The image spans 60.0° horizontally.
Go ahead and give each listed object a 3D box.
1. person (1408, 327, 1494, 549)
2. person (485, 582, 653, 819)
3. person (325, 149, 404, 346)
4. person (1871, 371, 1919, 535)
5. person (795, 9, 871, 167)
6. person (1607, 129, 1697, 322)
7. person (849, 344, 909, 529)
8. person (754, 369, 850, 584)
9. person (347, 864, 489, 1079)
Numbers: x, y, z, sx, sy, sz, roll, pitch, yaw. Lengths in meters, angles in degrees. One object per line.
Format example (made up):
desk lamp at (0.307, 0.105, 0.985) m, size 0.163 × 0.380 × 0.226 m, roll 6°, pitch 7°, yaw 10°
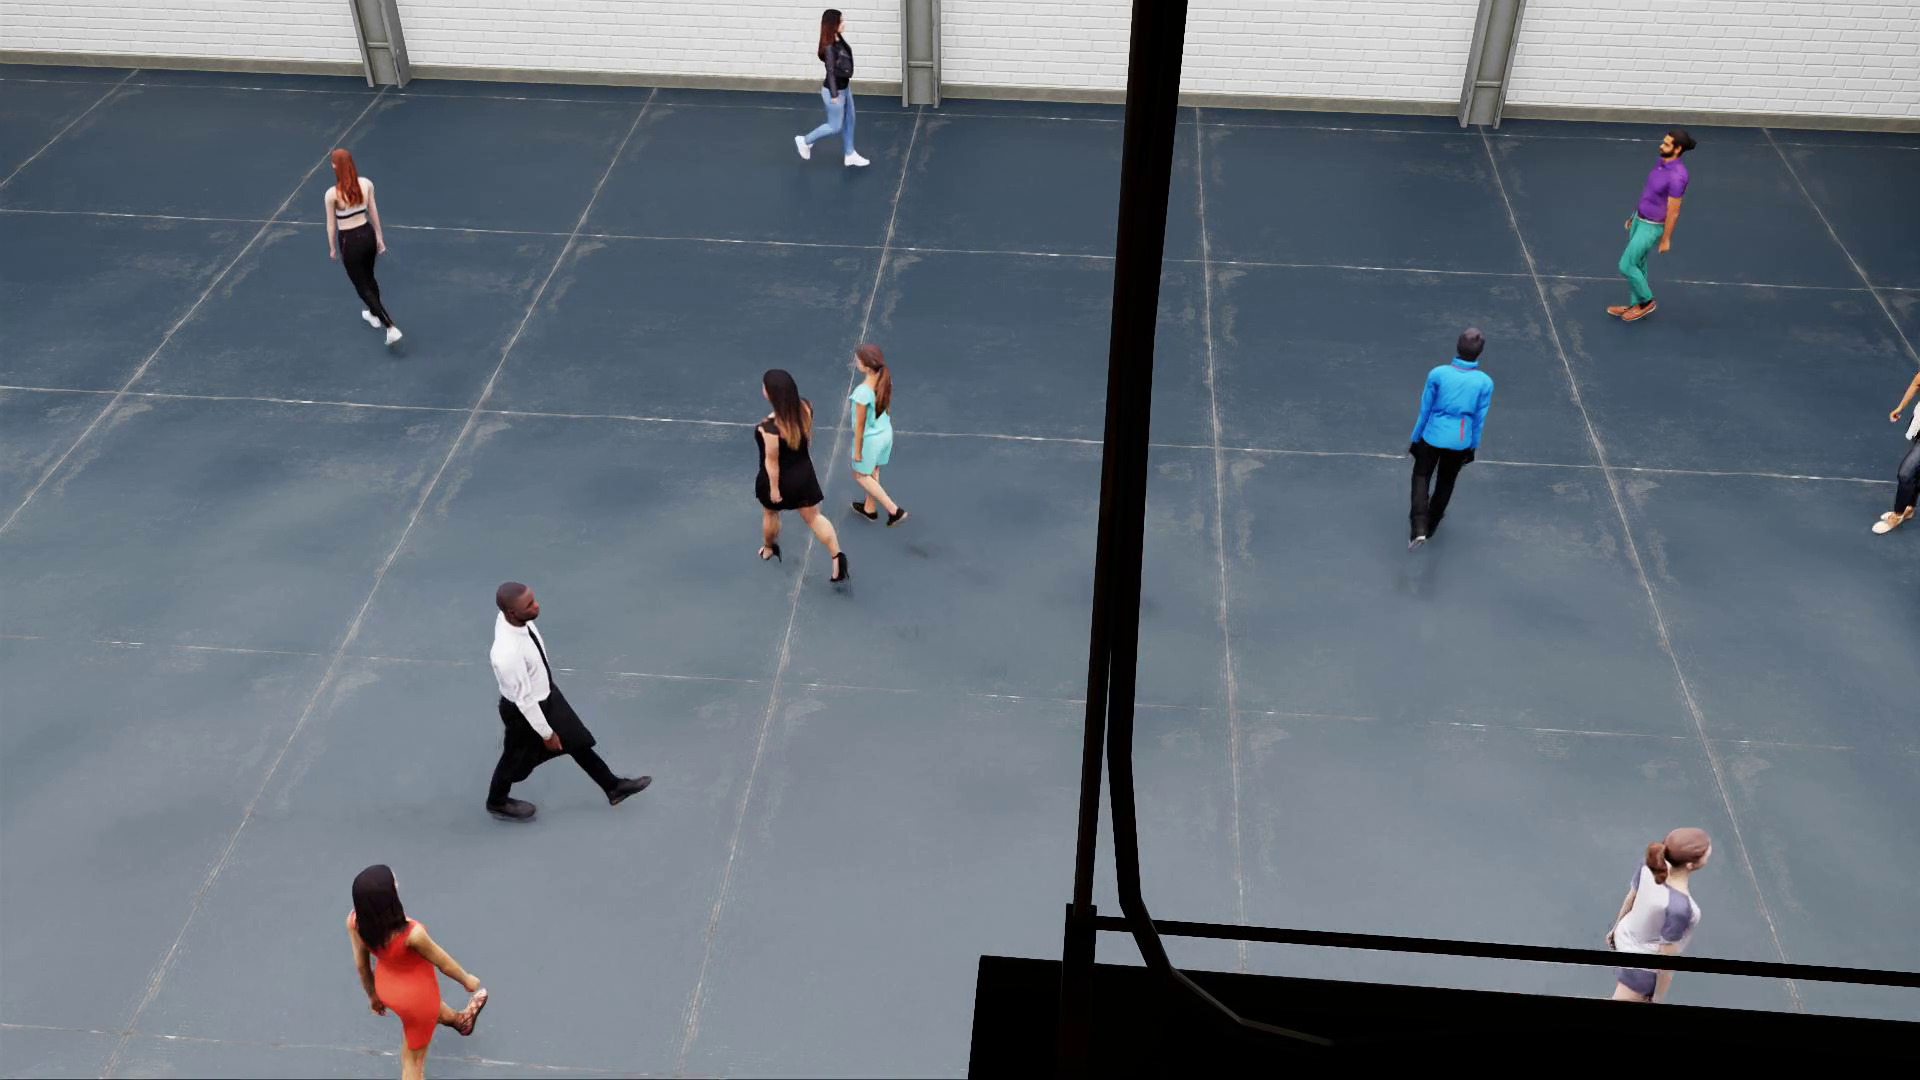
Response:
person at (3.383, -0.645, 11.598) m, size 0.869 × 1.781 × 0.774 m, roll 10°, pitch 40°, yaw 12°
person at (-2.562, 0.983, 9.555) m, size 1.280 × 1.788 × 0.812 m, roll -2°, pitch 39°, yaw -3°
person at (-4.980, -2.405, 13.851) m, size 1.101 × 1.722 × 0.965 m, roll 30°, pitch 47°, yaw 32°
person at (7.016, -0.841, 11.854) m, size 0.754 × 1.769 × 0.690 m, roll -8°, pitch 39°, yaw -10°
person at (-1.292, -4.453, 16.503) m, size 0.938 × 1.612 × 0.627 m, roll 3°, pitch 39°, yaw 3°
person at (5.962, -2.662, 14.145) m, size 0.633 × 1.755 × 0.620 m, roll 3°, pitch 39°, yaw 4°
person at (-0.571, -0.700, 11.858) m, size 0.912 × 1.545 × 0.810 m, roll 27°, pitch 46°, yaw 30°
person at (-1.089, -0.391, 11.363) m, size 1.162 × 1.680 × 1.002 m, roll 26°, pitch 45°, yaw 28°
person at (-2.704, 2.274, 8.032) m, size 1.080 × 1.672 × 0.879 m, roll 15°, pitch 41°, yaw 18°
